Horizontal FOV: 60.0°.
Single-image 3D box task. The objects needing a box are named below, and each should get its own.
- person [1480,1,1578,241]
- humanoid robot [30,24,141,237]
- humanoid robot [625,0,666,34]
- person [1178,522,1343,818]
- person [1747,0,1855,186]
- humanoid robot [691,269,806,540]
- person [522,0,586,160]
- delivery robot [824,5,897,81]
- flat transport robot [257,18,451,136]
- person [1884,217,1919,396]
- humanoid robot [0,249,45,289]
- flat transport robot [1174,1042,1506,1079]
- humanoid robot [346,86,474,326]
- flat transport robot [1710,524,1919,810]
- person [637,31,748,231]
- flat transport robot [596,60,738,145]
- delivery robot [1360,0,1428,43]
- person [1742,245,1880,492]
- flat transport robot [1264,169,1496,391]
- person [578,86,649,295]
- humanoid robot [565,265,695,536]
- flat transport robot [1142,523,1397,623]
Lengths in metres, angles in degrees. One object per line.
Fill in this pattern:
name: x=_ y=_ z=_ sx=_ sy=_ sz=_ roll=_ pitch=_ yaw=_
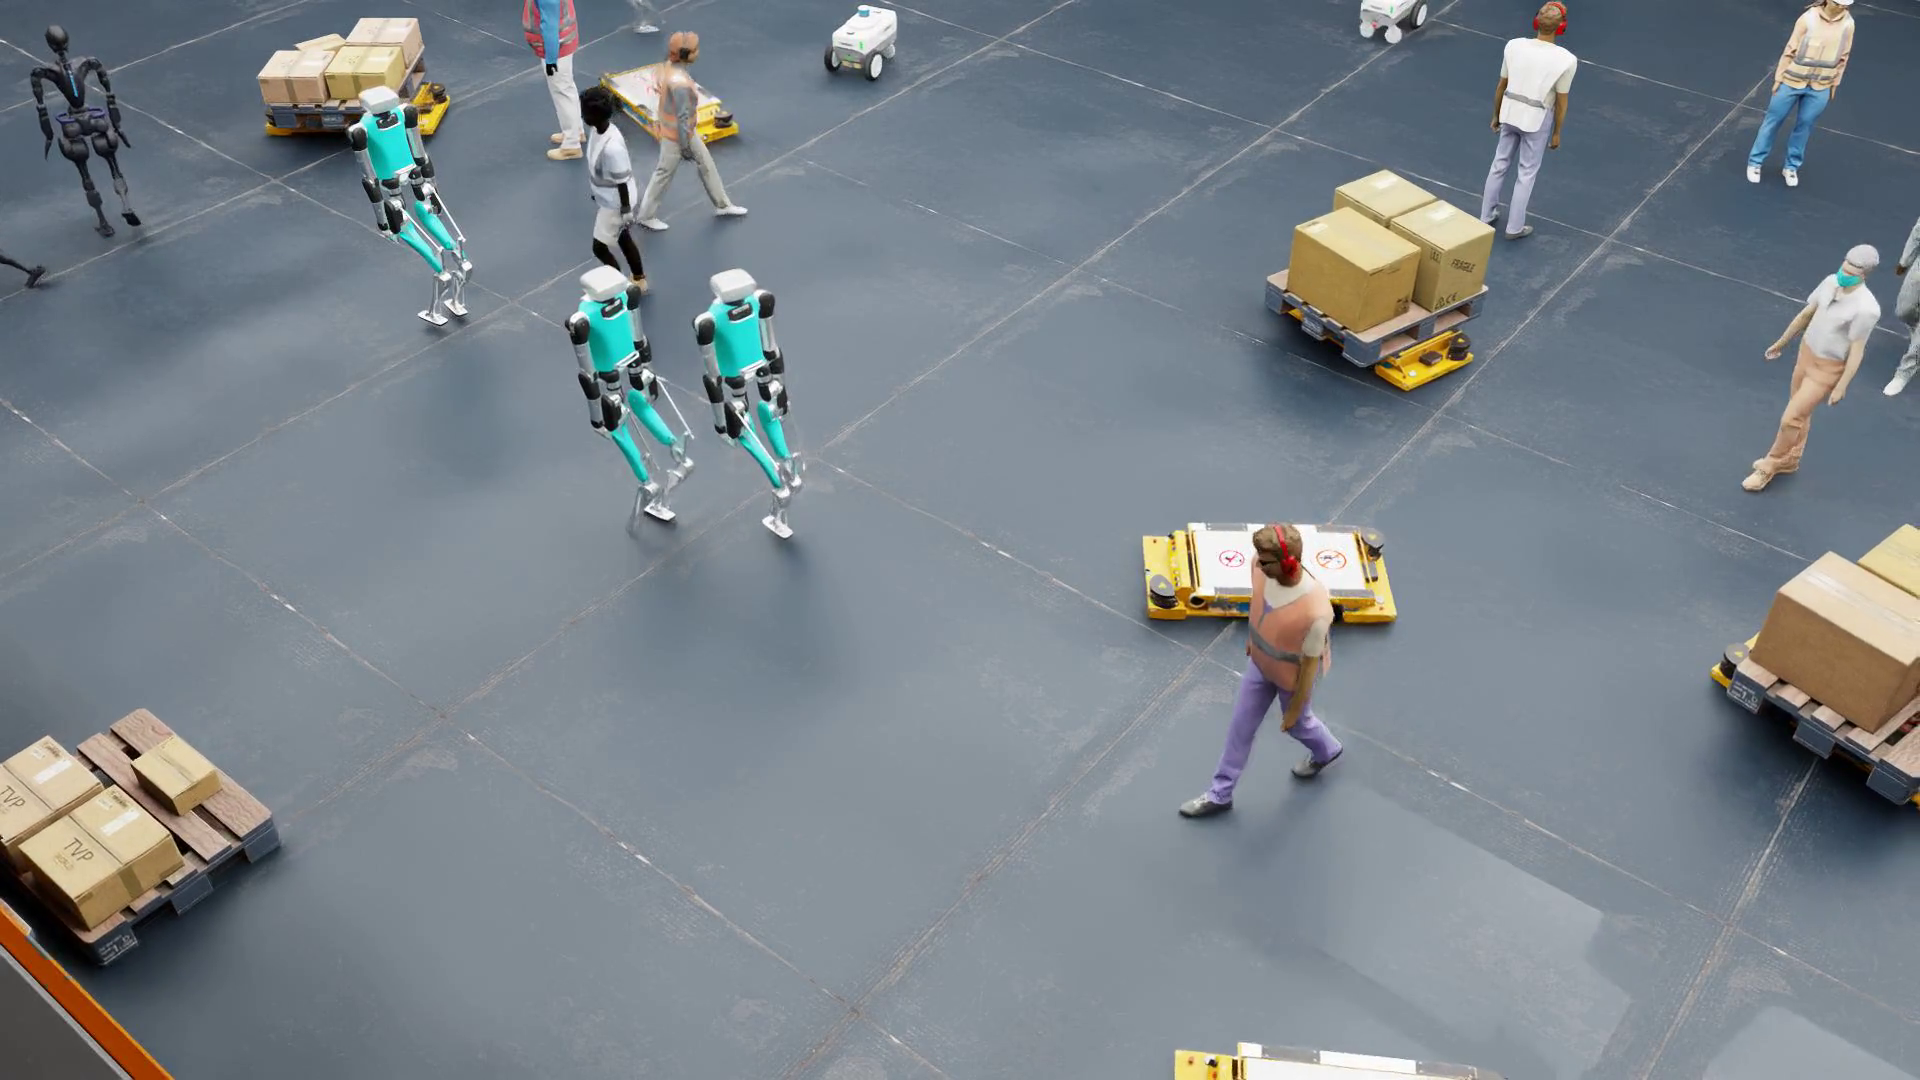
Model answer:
person: x=4.266 y=-3.144 z=12.568 sx=0.562 sy=1.838 sz=0.394 roll=33 pitch=50 yaw=32
humanoid robot: x=-6.623 y=-3.056 z=12.584 sx=0.606 sy=1.648 sz=0.474 roll=-24 pitch=46 yaw=-26
humanoid robot: x=-3.041 y=-5.529 z=15.450 sx=0.805 sy=1.775 sz=0.531 roll=-30 pitch=49 yaw=-31
person: x=1.591 y=0.619 z=8.178 sx=0.930 sy=1.791 sz=0.579 roll=-19 pitch=44 yaw=-21
person: x=6.750 y=-3.660 z=13.264 sx=0.494 sy=1.723 sz=0.376 roll=8 pitch=41 yaw=9
humanoid robot: x=-1.112 y=-0.668 z=9.749 sx=0.534 sy=1.790 sz=0.781 roll=-30 pitch=49 yaw=-31
person: x=-3.331 y=-4.043 z=13.630 sx=0.430 sy=1.834 sz=0.635 roll=-5 pitch=41 yaw=-6
delivery robot: x=-0.874 y=-4.606 z=15.252 sx=0.499 sy=0.564 sz=0.735 roll=18 pitch=44 yaw=20
flat transport robot: x=-5.241 y=-3.753 z=14.493 sx=1.431 sy=0.231 sz=0.659 roll=0 pitch=40 yaw=0
person: x=6.577 y=-1.834 z=11.116 sx=0.659 sy=1.712 sz=0.512 roll=-30 pitch=49 yaw=-31
humanoid robot: x=-7.275 y=-2.523 z=12.017 sx=0.822 sy=1.639 sz=0.592 roll=-8 pitch=41 yaw=-9
flat transport robot: x=1.631 y=2.532 z=7.099 sx=1.431 sy=0.231 sz=0.659 roll=4 pitch=41 yaw=5
humanoid robot: x=-3.716 y=-2.262 z=11.535 sx=0.748 sy=1.697 sz=0.530 roll=27 pitch=47 yaw=28
flat transport robot: x=4.881 y=0.938 z=8.974 sx=0.659 sy=0.231 sz=1.431 roll=-27 pitch=47 yaw=-28
person: x=-2.154 y=-3.127 z=12.746 sx=0.878 sy=1.586 sz=0.525 roll=-4 pitch=41 yaw=-5
flat transport robot: x=-2.582 y=-3.821 z=14.573 sx=0.659 sy=0.231 sz=1.431 roll=-25 pitch=46 yaw=-26
delivery robot: x=4.128 y=-5.124 z=15.891 sx=0.500 sy=0.601 sz=0.773 roll=25 pitch=46 yaw=27
person: x=5.209 y=-1.085 z=10.231 sx=0.488 sy=1.728 sz=0.553 roll=-4 pitch=40 yaw=-4
flat transport robot: x=2.923 y=-1.568 z=11.922 sx=0.659 sy=0.231 sz=1.431 roll=-24 pitch=46 yaw=-26
person: x=-2.538 y=-2.410 z=11.824 sx=0.554 sy=1.672 sz=0.549 roll=-15 pitch=43 yaw=-17
humanoid robot: x=-1.854 y=-0.742 z=9.829 sx=0.663 sy=1.811 sz=0.539 roll=24 pitch=46 yaw=26
flat transport robot: x=1.817 y=0.197 z=9.847 sx=1.431 sy=0.231 sz=0.659 roll=1 pitch=40 yaw=1
